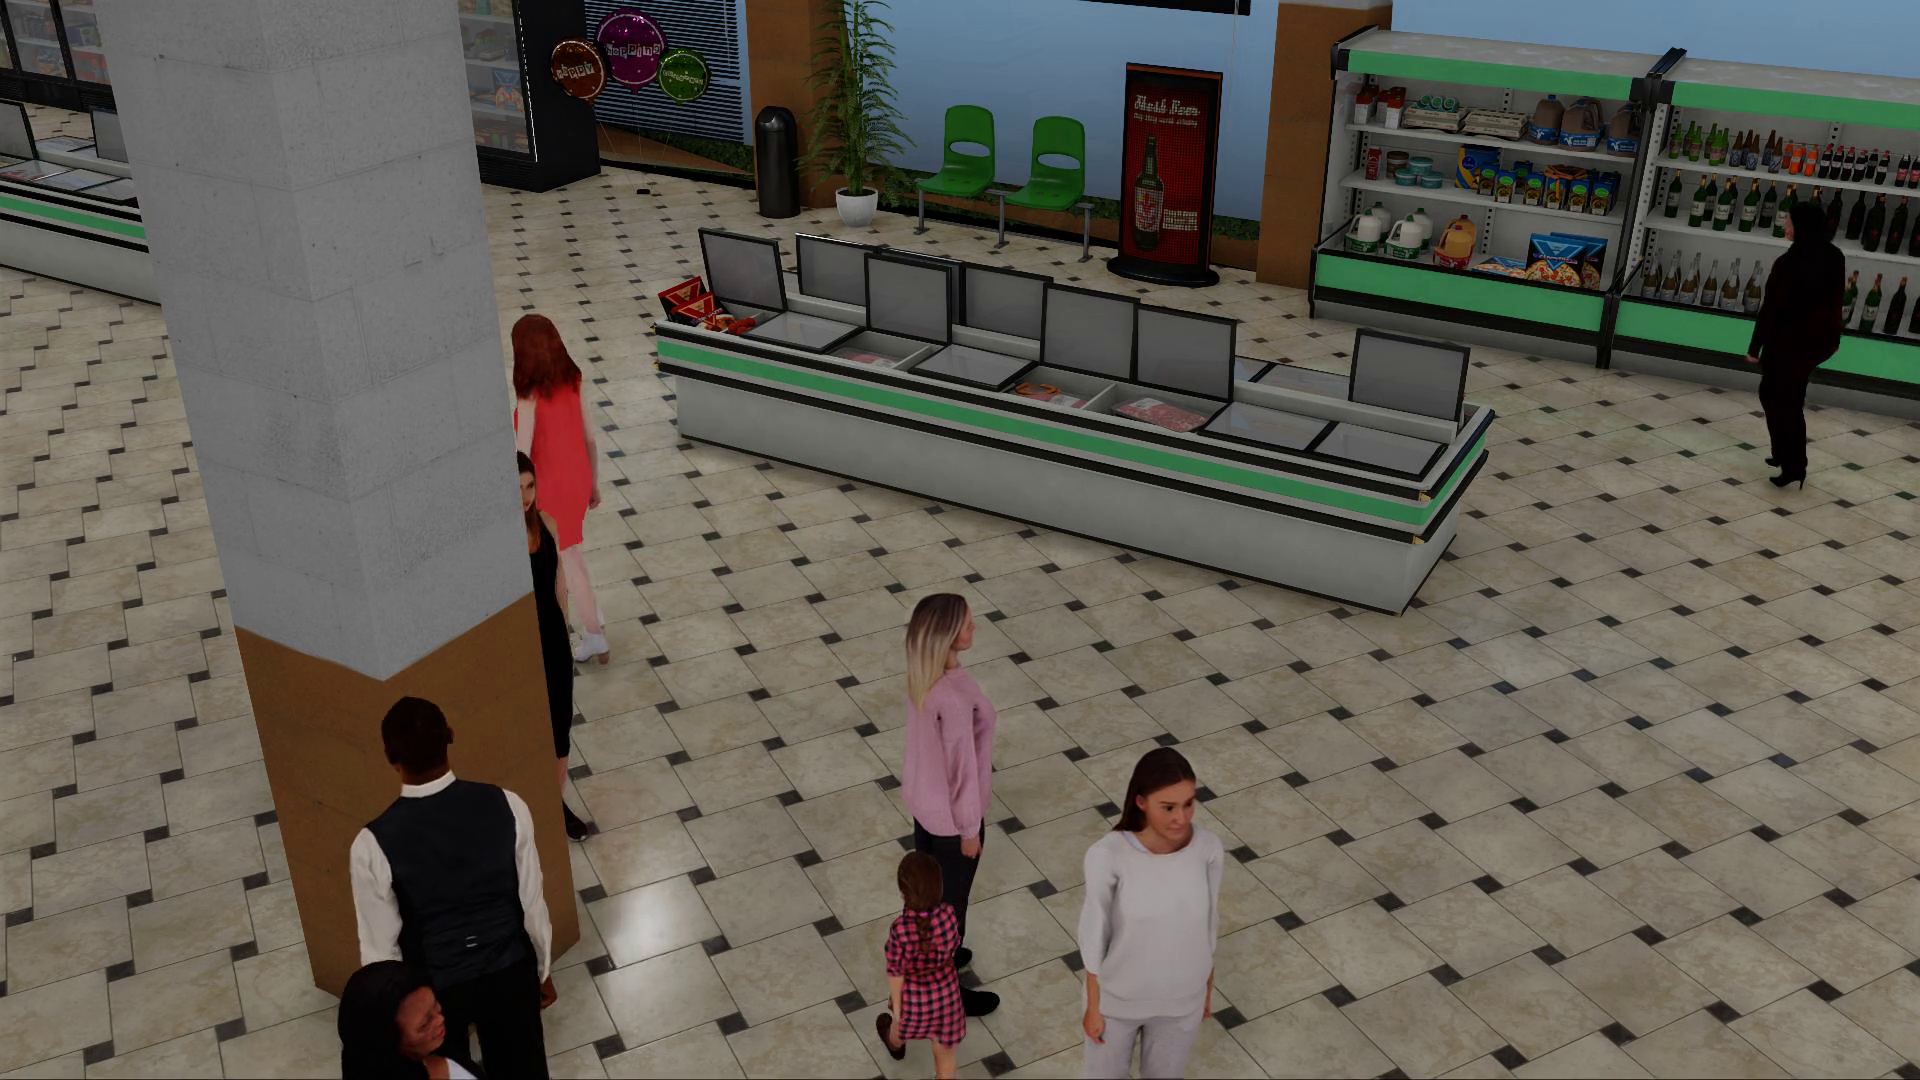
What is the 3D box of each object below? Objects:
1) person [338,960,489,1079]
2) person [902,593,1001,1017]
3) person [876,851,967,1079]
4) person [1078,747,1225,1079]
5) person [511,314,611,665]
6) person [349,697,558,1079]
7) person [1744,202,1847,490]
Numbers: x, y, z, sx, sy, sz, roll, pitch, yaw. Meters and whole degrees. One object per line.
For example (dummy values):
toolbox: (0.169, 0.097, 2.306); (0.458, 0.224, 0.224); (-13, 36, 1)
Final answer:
person: (-1.409, 1.753, 4.319); (0.826, 1.616, 0.763); (-8, 28, -15)
person: (-0.065, 0.929, 5.864); (0.748, 1.688, 0.671); (-9, 28, -18)
person: (-0.099, 1.498, 5.501); (0.674, 1.001, 0.770); (-10, 29, -20)
person: (0.558, 1.345, 5.047); (0.669, 1.684, 0.736); (-6, 27, -11)
person: (-1.824, -0.186, 7.924); (0.623, 1.812, 0.615); (12, 29, 22)
person: (-1.435, 1.312, 4.859); (0.788, 1.913, 0.791); (-12, 29, -23)
person: (5.040, -1.115, 9.862); (0.825, 1.716, 0.873); (-11, 29, -20)
